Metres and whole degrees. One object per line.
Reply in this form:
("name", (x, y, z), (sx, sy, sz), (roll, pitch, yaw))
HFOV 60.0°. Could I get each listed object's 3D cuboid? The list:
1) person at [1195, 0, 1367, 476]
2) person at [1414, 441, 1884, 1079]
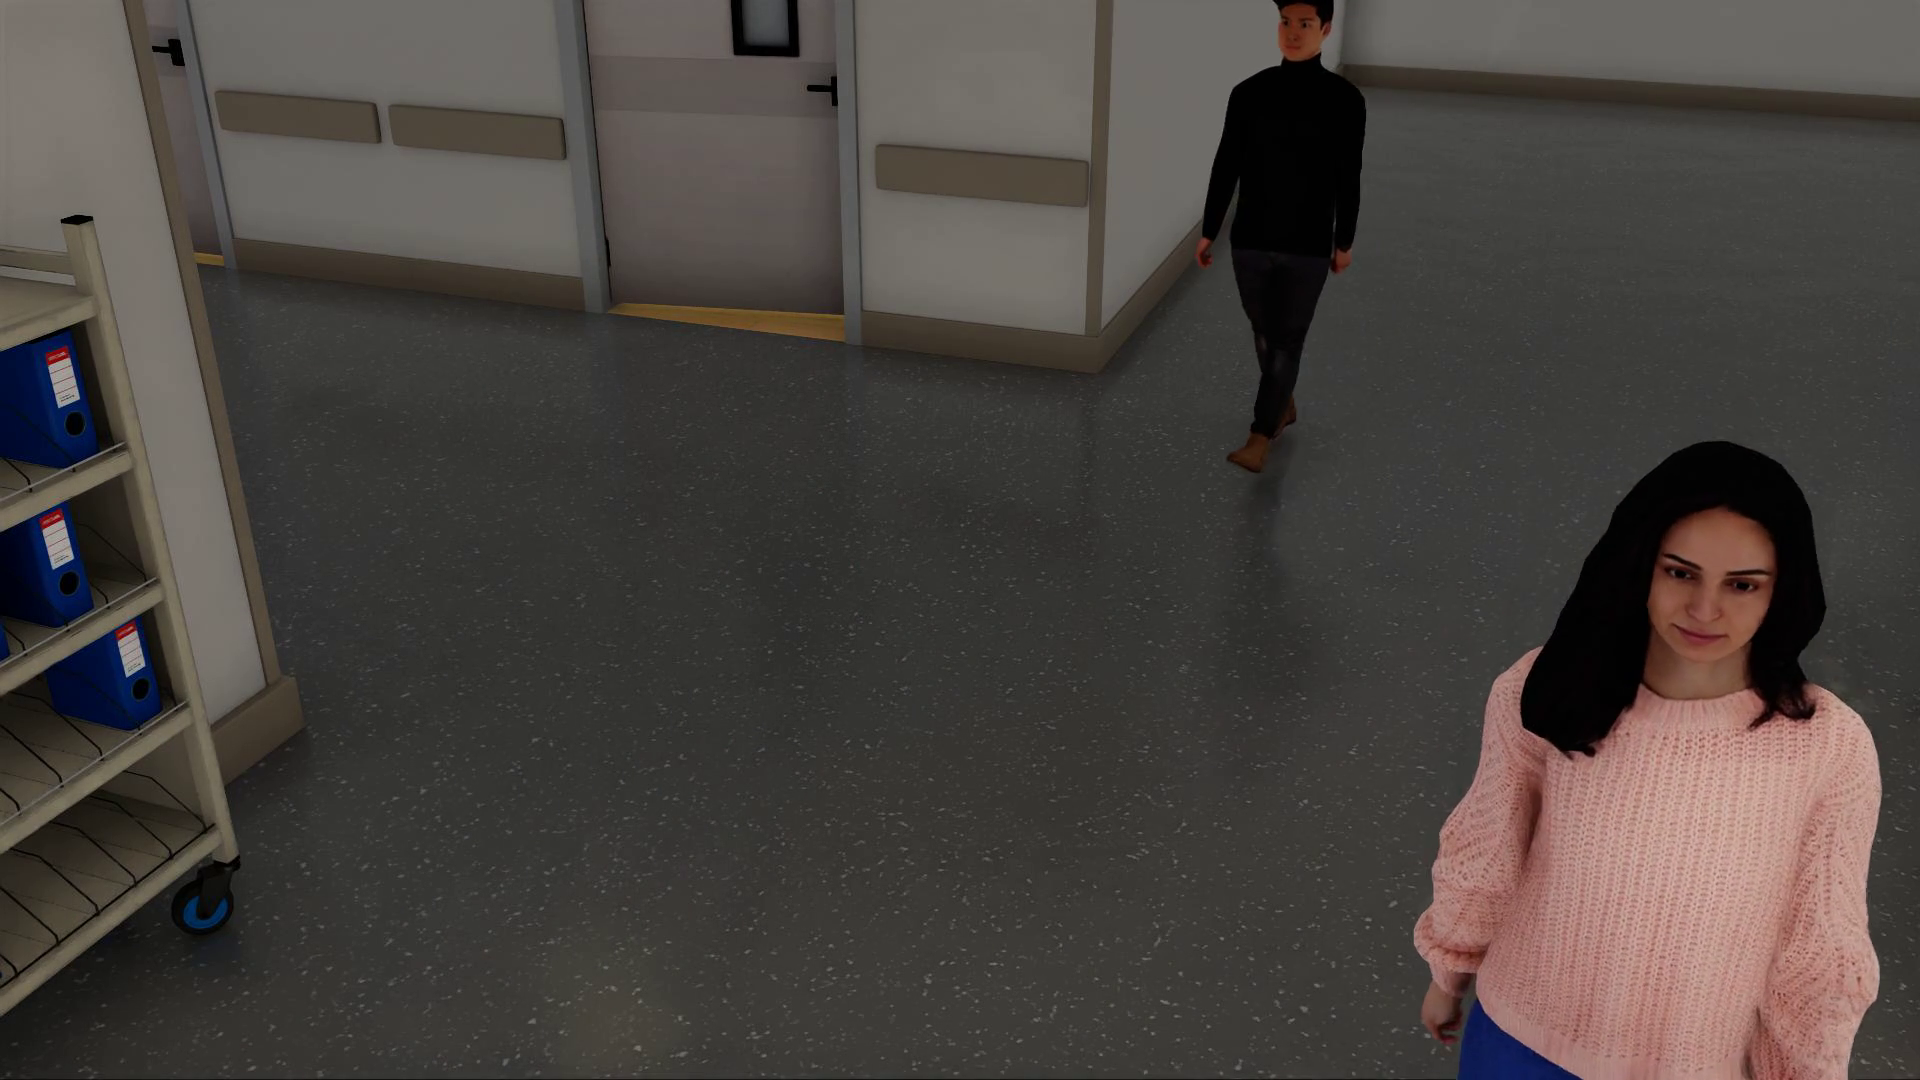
("person", (1.183, -1.113, 5.990), (0.821, 1.690, 1.114), (17, 30, 31))
("person", (0.890, 0.661, 2.265), (0.716, 1.728, 1.062), (11, 28, 21))
